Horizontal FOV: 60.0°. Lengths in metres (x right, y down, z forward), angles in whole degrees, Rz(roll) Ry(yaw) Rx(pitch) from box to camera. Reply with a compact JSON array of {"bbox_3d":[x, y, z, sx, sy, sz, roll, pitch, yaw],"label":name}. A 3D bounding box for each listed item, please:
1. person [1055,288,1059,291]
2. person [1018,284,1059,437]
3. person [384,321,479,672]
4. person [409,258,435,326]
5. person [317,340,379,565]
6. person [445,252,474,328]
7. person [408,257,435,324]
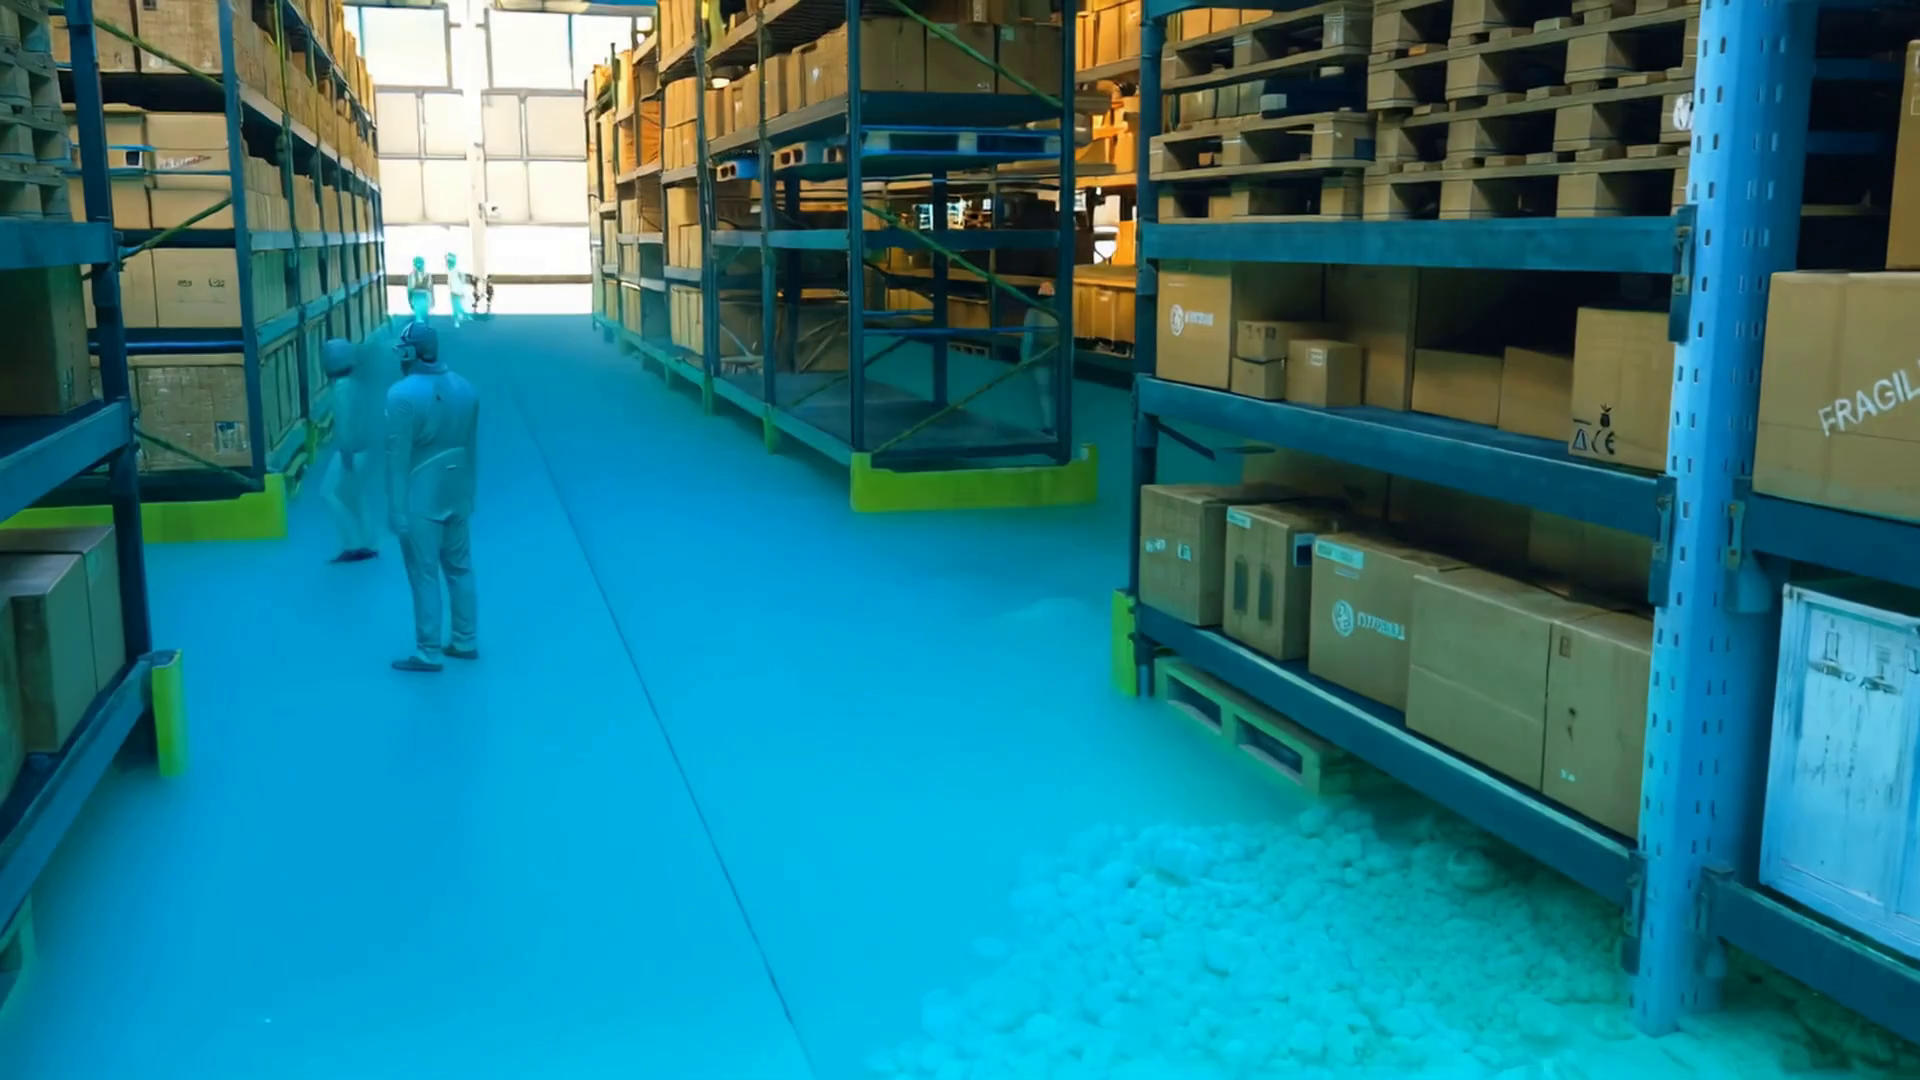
[{"bbox_3d":[2.318,-5.126,35.681,0.617,1.970,0.747,-3,11,-18],"label":"person"},{"bbox_3d":[0.978,-2.115,19.674,0.596,1.781,0.931,-3,11,-14],"label":"person"},{"bbox_3d":[-2.895,-0.236,9.069,0.399,1.899,0.646,4,11,22],"label":"person"},{"bbox_3d":[-14.005,-6.439,43.316,0.618,1.805,0.690,-10,14,-43],"label":"person"},{"bbox_3d":[-4.429,-0.620,11.954,0.437,1.618,0.505,-1,10,-6],"label":"person"},{"bbox_3d":[-12.933,-6.448,42.930,0.669,1.968,0.665,-8,13,-38],"label":"person"},{"bbox_3d":[-11.793,-5.234,36.478,0.557,1.886,0.988,-4,11,-19],"label":"person"}]
